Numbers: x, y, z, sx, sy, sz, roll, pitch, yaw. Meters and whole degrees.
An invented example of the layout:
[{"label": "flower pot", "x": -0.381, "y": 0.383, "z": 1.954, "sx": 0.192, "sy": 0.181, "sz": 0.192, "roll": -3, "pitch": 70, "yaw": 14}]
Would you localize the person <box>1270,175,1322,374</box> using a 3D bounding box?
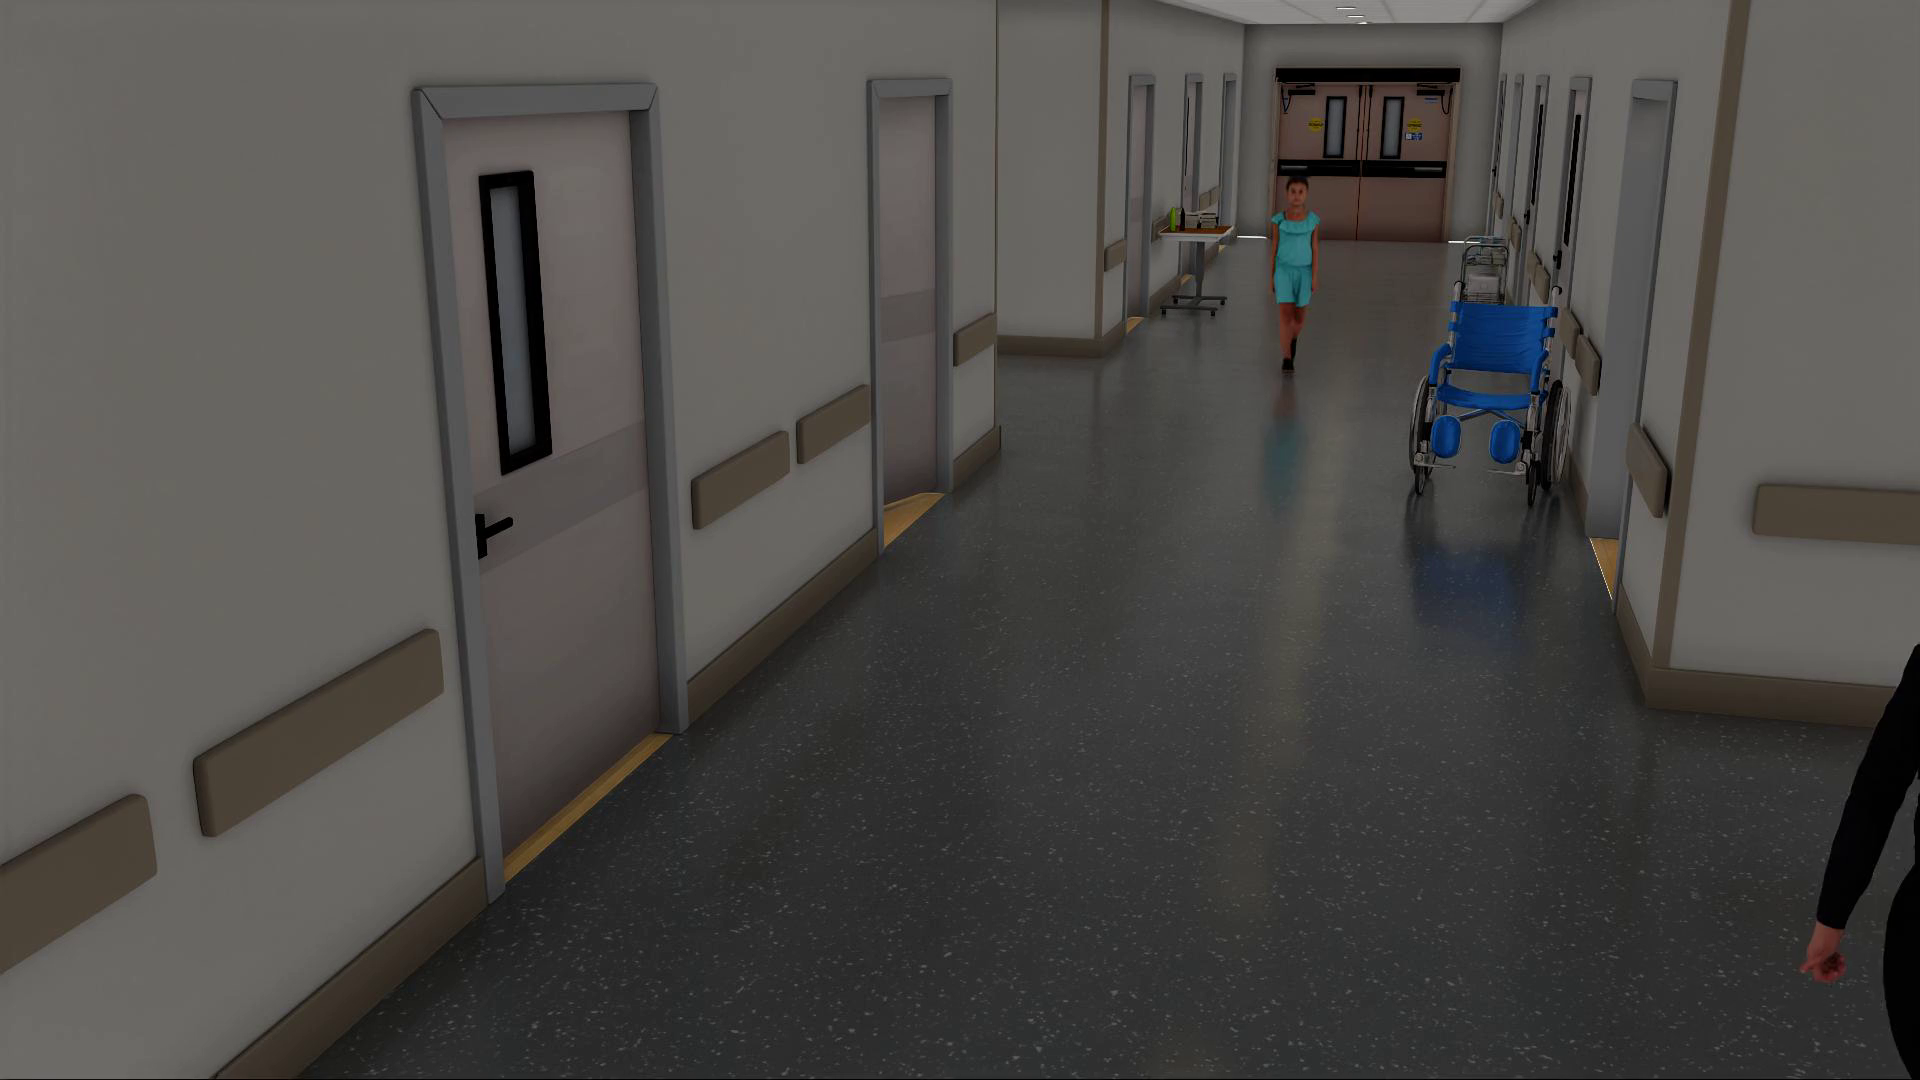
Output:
[{"label": "person", "x": 2.674, "y": -2.127, "z": 13.343, "sx": 0.642, "sy": 1.537, "sz": 1.035, "roll": 2, "pitch": 16, "yaw": 6}]
